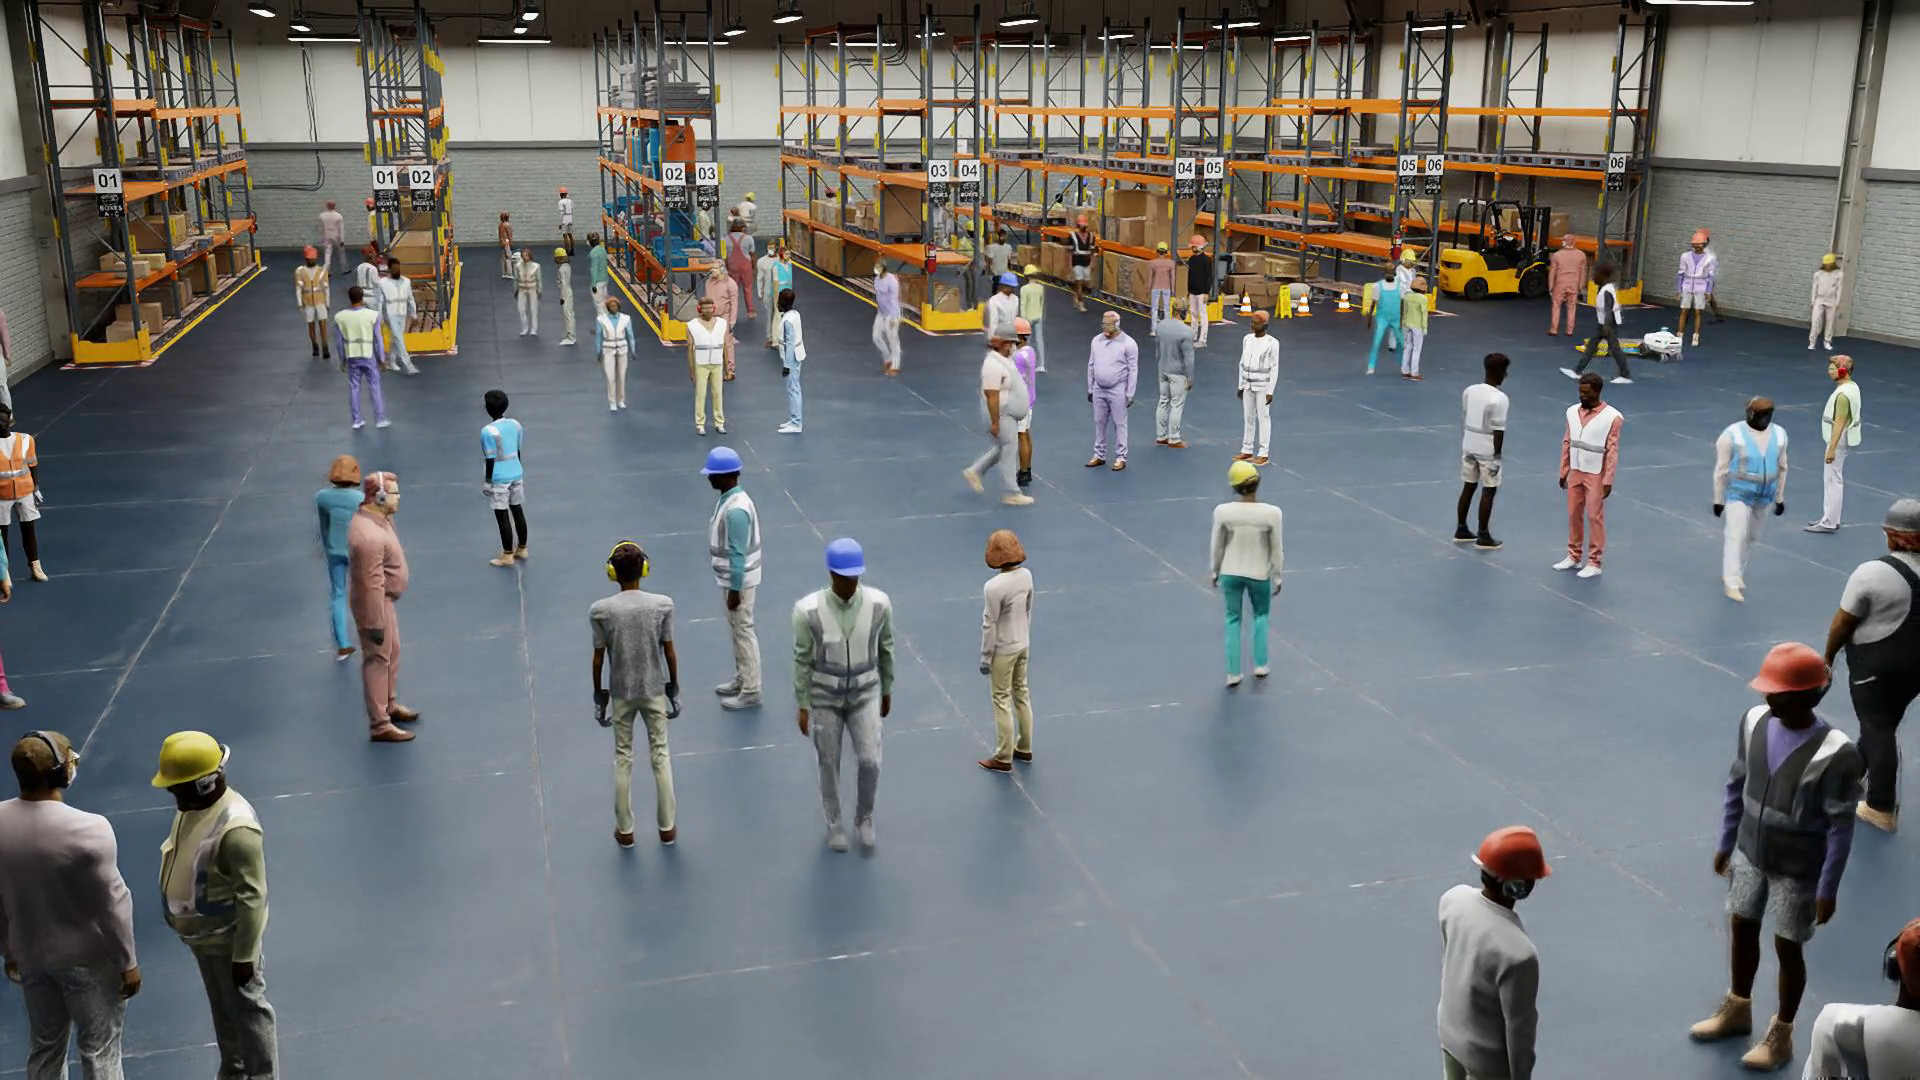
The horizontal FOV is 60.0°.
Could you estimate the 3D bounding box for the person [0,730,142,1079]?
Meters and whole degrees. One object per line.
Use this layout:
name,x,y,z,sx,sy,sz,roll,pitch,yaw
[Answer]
person,-3.633,1.690,6.773,0.636,1.938,0.358,3,15,10

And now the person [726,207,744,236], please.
person,-5.859,-7.854,43.282,0.545,1.614,0.598,-7,17,-26

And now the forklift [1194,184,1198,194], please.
forklift,7.392,-11.333,53.972,1.873,2.768,1.129,-4,15,-15

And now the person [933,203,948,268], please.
person,-0.619,-8.108,43.651,0.626,1.930,0.438,-6,16,-22

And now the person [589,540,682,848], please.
person,-1.908,0.918,9.837,0.515,1.860,0.325,-3,15,-11

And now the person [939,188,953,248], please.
person,-0.415,-9.614,49.517,0.429,1.836,0.629,5,16,17

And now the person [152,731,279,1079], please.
person,-3.165,1.662,7.102,0.403,1.822,0.588,-14,20,-42

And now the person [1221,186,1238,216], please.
person,7.862,-9.401,48.647,0.767,1.894,0.398,4,15,14

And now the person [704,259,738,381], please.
person,-3.802,-3.474,26.267,0.642,1.909,0.408,9,17,29

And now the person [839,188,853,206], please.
person,-3.433,-9.397,48.690,0.619,1.839,0.430,-8,17,-28

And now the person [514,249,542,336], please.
person,-8.094,-4.621,31.112,0.547,1.615,0.590,0,15,1

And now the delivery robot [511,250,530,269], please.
delivery robot,-11.361,-7.241,42.851,0.477,0.478,0.707,2,15,9

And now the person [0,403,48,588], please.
person,-8.656,-0.415,15.160,0.535,1.697,0.318,-14,20,-43

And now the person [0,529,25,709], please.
person,-7.078,0.315,11.869,0.415,1.985,0.611,7,17,26

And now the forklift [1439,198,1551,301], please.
forklift,11.913,-6.508,37.130,2.313,2.155,1.214,-4,15,-15

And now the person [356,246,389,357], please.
person,-10.165,-4.116,28.724,0.574,1.886,0.361,12,19,39

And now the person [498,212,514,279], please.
person,-11.199,-7.274,41.080,0.306,1.639,0.524,-14,20,-42

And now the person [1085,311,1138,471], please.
person,1.793,-1.787,19.922,0.651,1.904,0.403,11,18,35

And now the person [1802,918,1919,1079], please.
person,3.015,2.089,5.393,0.600,1.877,0.542,7,17,26

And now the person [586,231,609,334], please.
person,-6.842,-4.871,31.483,0.365,1.933,0.629,2,15,6

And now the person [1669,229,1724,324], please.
person,14.631,-5.177,32.736,1.004,1.884,0.555,5,16,18

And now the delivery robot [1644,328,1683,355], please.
delivery robot,11.953,-3.364,28.262,0.477,0.478,0.707,-2,15,-8

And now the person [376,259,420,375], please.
person,-9.115,-3.628,26.941,1.048,1.863,0.608,11,19,37

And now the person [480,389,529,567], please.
person,-4.344,-0.588,15.809,0.317,1.695,0.540,6,16,21

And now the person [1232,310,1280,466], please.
person,3.595,-1.844,20.176,0.355,1.885,0.574,-11,18,-36

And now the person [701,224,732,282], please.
person,-4.875,-5.368,33.369,0.664,1.914,0.644,-5,16,-18

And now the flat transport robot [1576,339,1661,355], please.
flat transport robot,11.578,-3.370,29.011,1.431,0.197,0.652,0,15,0

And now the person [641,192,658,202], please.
person,-9.420,-9.915,50.420,0.605,1.950,0.380,7,16,23

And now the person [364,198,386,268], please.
person,-14.417,-7.432,41.015,0.407,1.984,0.625,3,15,10

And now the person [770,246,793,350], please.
person,-3.158,-4.291,29.492,0.388,1.836,0.561,7,17,26

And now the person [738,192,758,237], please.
person,-6.009,-8.910,46.939,0.626,1.795,0.583,7,16,25

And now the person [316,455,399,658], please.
person,-4.875,0.103,13.380,0.521,1.601,0.755,2,15,6

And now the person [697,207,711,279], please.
person,-6.290,-7.468,41.155,0.402,1.987,0.608,-1,15,-5

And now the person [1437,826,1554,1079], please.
person,2.026,1.901,6.357,0.342,1.745,0.569,-4,15,-13

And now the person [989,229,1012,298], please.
person,0.792,-5.348,33.501,0.533,1.822,0.989,-3,15,-12

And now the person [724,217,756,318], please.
person,-4.453,-5.526,33.730,0.672,2.000,0.536,1,15,5

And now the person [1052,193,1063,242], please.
person,2.824,-9.153,48.033,0.321,1.699,0.537,-7,16,-24

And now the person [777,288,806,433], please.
person,-2.253,-2.392,22.169,0.391,1.920,0.587,0,15,0

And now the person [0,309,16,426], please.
person,-13.145,-2.468,22.431,0.627,1.934,0.372,-10,18,-32
